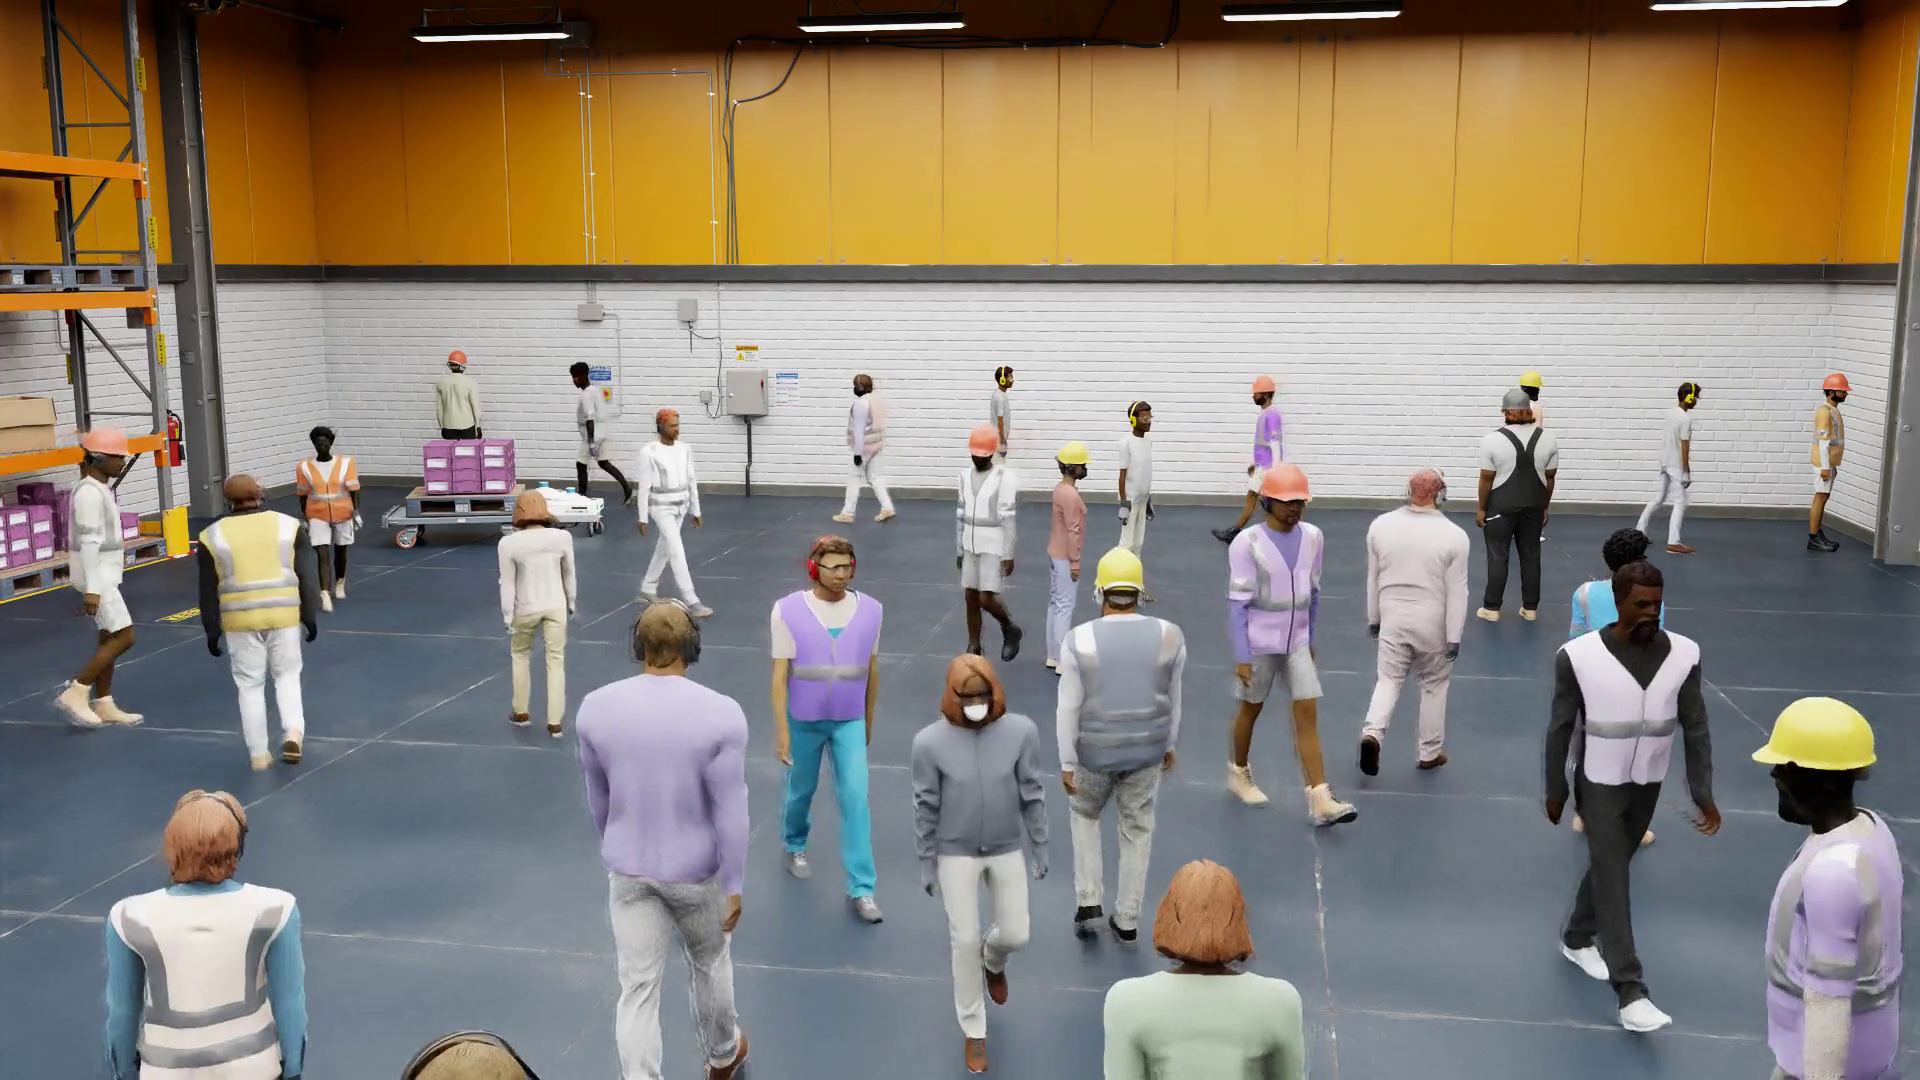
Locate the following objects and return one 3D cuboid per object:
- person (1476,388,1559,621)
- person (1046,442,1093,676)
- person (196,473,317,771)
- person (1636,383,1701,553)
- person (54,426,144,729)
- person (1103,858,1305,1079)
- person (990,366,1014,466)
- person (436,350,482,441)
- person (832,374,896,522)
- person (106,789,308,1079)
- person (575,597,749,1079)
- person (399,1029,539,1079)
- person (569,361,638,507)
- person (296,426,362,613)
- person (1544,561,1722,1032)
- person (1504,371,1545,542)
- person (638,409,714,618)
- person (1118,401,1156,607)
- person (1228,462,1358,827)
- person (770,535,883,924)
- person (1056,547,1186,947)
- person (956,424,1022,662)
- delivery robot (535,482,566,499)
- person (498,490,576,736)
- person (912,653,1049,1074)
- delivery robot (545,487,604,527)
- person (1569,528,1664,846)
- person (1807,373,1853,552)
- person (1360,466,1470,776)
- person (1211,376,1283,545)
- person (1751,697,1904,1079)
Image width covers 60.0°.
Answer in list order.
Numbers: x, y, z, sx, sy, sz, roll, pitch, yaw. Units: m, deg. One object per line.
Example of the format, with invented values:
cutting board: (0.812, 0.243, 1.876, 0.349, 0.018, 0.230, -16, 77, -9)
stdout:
person: (4.804, -0.311, 14.500, 0.679, 2.000, 0.537, -1, 9, -4)
person: (0.827, 0.139, 12.558, 0.331, 1.768, 0.526, -1, 9, -9)
person: (-4.251, 0.517, 10.086, 0.654, 1.819, 0.564, -5, 10, -27)
person: (7.697, -0.791, 18.086, 0.533, 1.847, 0.753, -1, 9, -4)
person: (-5.668, 0.264, 11.018, 0.516, 2.014, 0.655, -4, 10, -24)
person: (0.609, 1.579, 4.181, 0.519, 1.582, 0.863, 0, 9, 2)
person: (0.530, -1.254, 20.924, 0.332, 1.866, 0.515, 0, 9, -2)
person: (-6.661, -1.525, 22.176, 0.612, 1.995, 0.378, 1, 9, 8)
person: (-1.145, -1.106, 20.133, 0.776, 1.819, 0.640, 4, 10, 23)
person: (-2.067, 1.499, 4.595, 0.512, 1.611, 0.782, -4, 10, -23)
person: (-1.012, 1.136, 5.934, 0.628, 1.899, 0.917, 1, 9, 7)
person: (-0.720, 1.668, 2.533, 0.636, 1.939, 0.365, -4, 10, -22)
person: (-4.608, -1.332, 21.226, 0.926, 1.913, 0.700, 1, 9, 4)
person: (-5.724, -0.214, 15.118, 0.538, 1.656, 0.866, -4, 10, -22)
person: (2.748, 1.014, 6.814, 0.594, 1.867, 1.004, -2, 9, -10)
person: (6.381, -0.945, 18.778, 0.372, 1.928, 0.584, -3, 10, -19)
person: (-2.583, -0.257, 14.823, 0.970, 1.835, 0.591, 6, 11, 34)
person: (1.617, -0.335, 15.175, 0.333, 1.872, 0.515, 7, 11, 36)
person: (1.784, 0.579, 9.106, 0.640, 1.989, 1.026, -4, 10, -22)
person: (-0.650, 0.852, 8.040, 0.573, 1.803, 0.968, -3, 10, -19)
person: (0.709, 0.931, 7.510, 0.596, 1.815, 0.488, -1, 9, -6)
person: (0.202, 0.064, 12.593, 0.571, 1.908, 0.505, 7, 12, 39)
delivery robot: (-4.908, -0.445, 19.634, 0.477, 0.478, 0.707, 5, 10, 27)
person: (-2.794, 0.469, 11.002, 0.520, 1.612, 0.662, -4, 10, -24)
person: (0.066, 1.199, 6.447, 0.531, 1.613, 0.497, -2, 9, -10)
delivery robot: (-4.467, -0.361, 19.116, 0.707, 0.478, 0.477, 0, 9, -2)
person: (3.482, 0.776, 8.817, 0.318, 1.697, 0.535, -7, 12, -37)
person: (9.490, -0.850, 18.159, 0.357, 1.938, 0.545, 6, 11, 33)
person: (2.713, 0.498, 9.965, 0.645, 1.883, 0.750, 6, 11, 34)
person: (3.295, -0.855, 18.347, 0.992, 1.881, 0.574, 1, 9, 5)
person: (2.378, 1.368, 4.502, 0.545, 1.909, 0.590, 7, 11, 36)
